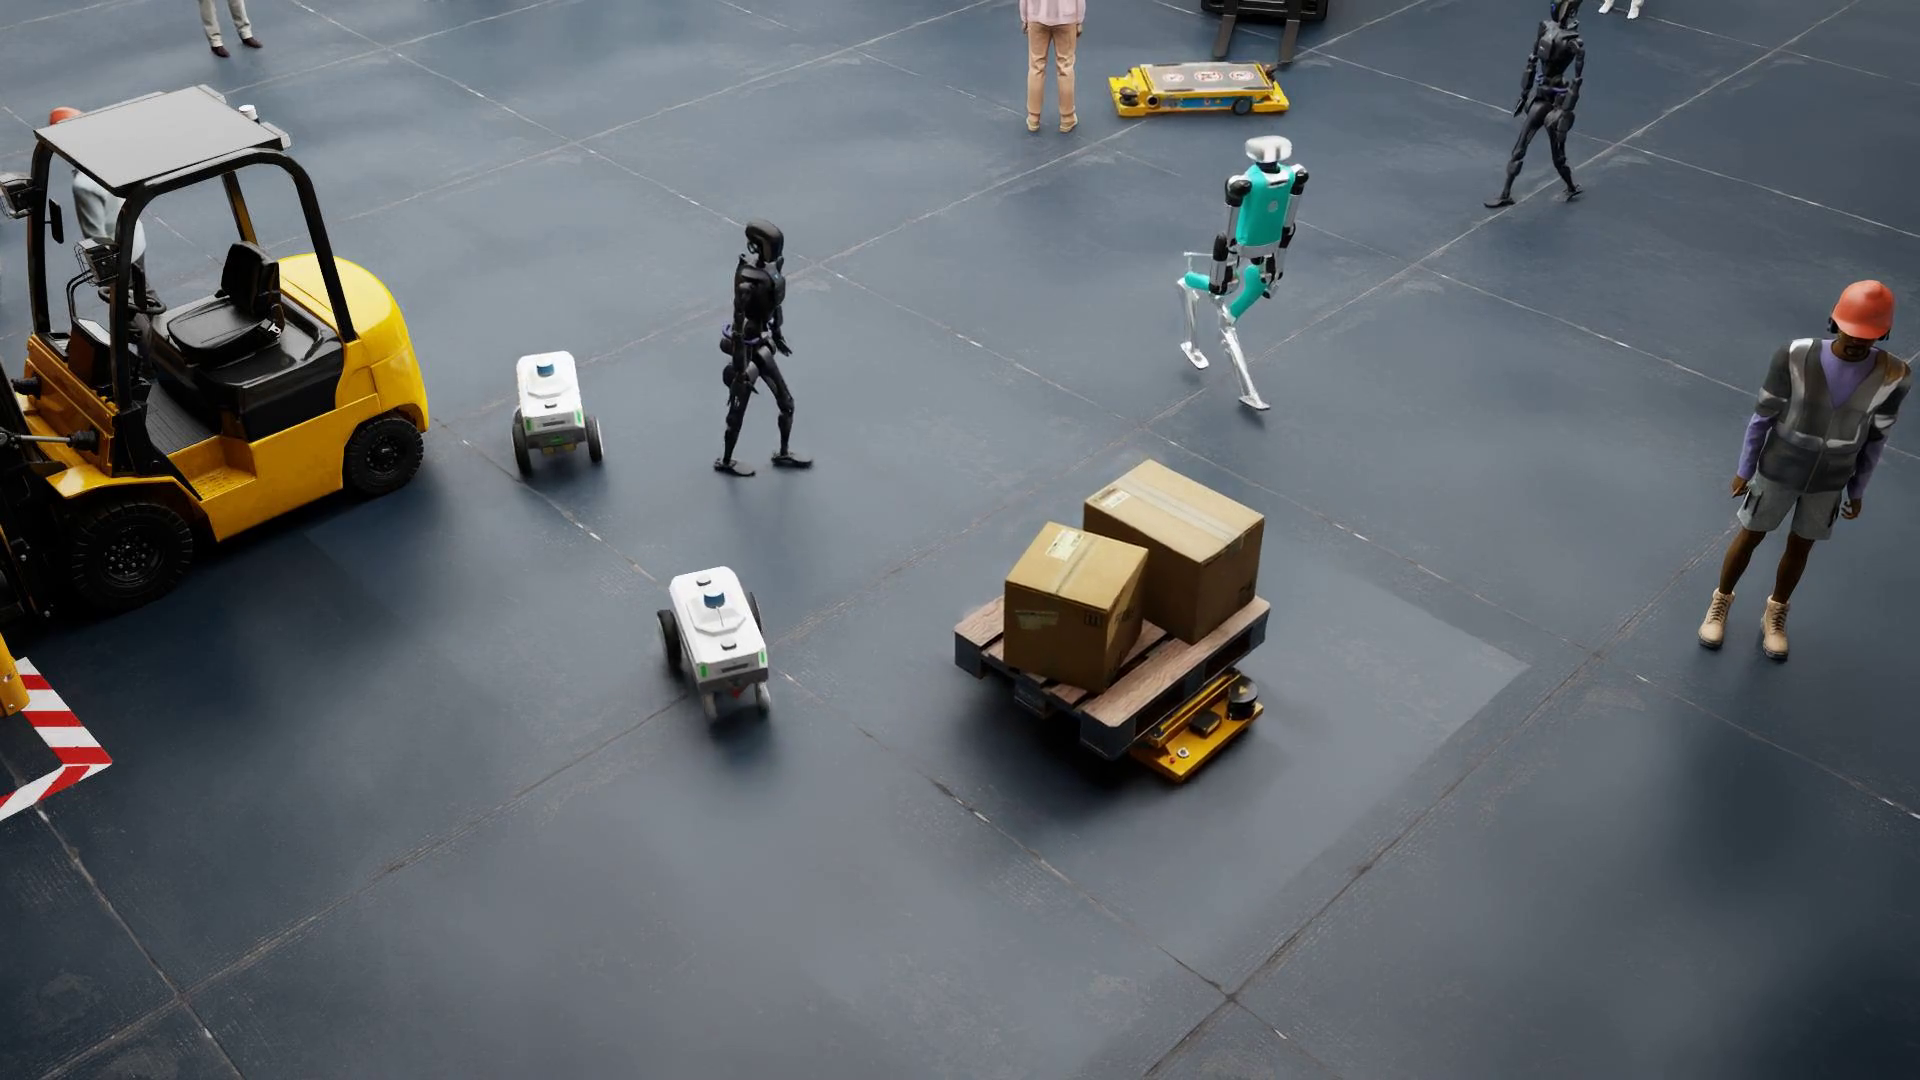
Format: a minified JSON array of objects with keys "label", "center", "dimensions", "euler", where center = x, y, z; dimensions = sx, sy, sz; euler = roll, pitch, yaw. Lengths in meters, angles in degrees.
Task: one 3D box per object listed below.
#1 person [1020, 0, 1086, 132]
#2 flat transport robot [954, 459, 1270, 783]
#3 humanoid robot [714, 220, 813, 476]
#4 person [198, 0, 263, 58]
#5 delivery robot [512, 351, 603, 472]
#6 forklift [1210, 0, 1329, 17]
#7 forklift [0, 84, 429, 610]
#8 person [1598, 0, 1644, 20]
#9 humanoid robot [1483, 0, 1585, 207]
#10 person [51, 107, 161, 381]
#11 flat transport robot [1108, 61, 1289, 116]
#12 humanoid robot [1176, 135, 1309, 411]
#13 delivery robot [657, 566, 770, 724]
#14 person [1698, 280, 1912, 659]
[{"label":"person","center":[0.732,-4.128,13.257],"dimensions":[0.523,1.784,0.405],"euler":[5,37,6]},{"label":"flat transport robot","center":[0.721,0.621,8.165],"dimensions":[1.431,0.231,0.659],"euler":[30,46,34]},{"label":"humanoid robot","center":[-1.170,-1.064,9.263],"dimensions":[0.534,1.617,0.610],"euler":[11,38,14]},{"label":"person","center":[-6.613,-5.185,14.684],"dimensions":[0.388,1.776,0.539],"euler":[28,45,33]},{"label":"delivery robot","center":[-2.419,-0.787,9.804],"dimensions":[0.524,0.587,0.754],"euler":[-9,38,-12]},{"label":"forklift","center":[3.106,-6.400,15.960],"dimensions":[1.214,2.155,2.313],"euler":[8,37,10]},{"label":"forklift","center":[-4.145,-1.093,8.856],"dimensions":[2.313,2.155,1.214],"euler":[-31,47,-34]},{"label":"person","center":[6.339,-5.710,15.500],"dimensions":[0.517,1.633,0.313],"euler":[23,43,28]},{"label":"humanoid robot","center":[4.352,-3.201,12.159],"dimensions":[0.781,1.642,0.600],"euler":[-13,39,-17]},{"label":"person","center":[-5.184,-1.807,10.186],"dimensions":[0.345,1.740,0.572],"euler":[-3,37,-4]},{"label":"flat transport robot","center":[2.018,-3.826,14.118],"dimensions":[1.431,0.231,0.659],"euler":[-3,37,-4]},{"label":"humanoid robot","center":[1.627,-1.676,10.044],"dimensions":[0.549,1.754,1.037],"euler":[-17,40,-21]},{"label":"delivery robot","center":[-1.181,0.456,8.118],"dimensions":[0.499,0.560,0.734],"euler":[-12,39,-16]},{"label":"person","center":[4.034,-0.317,7.942],"dimensions":[0.606,2.044,0.368],"euler":[10,38,14]}]
